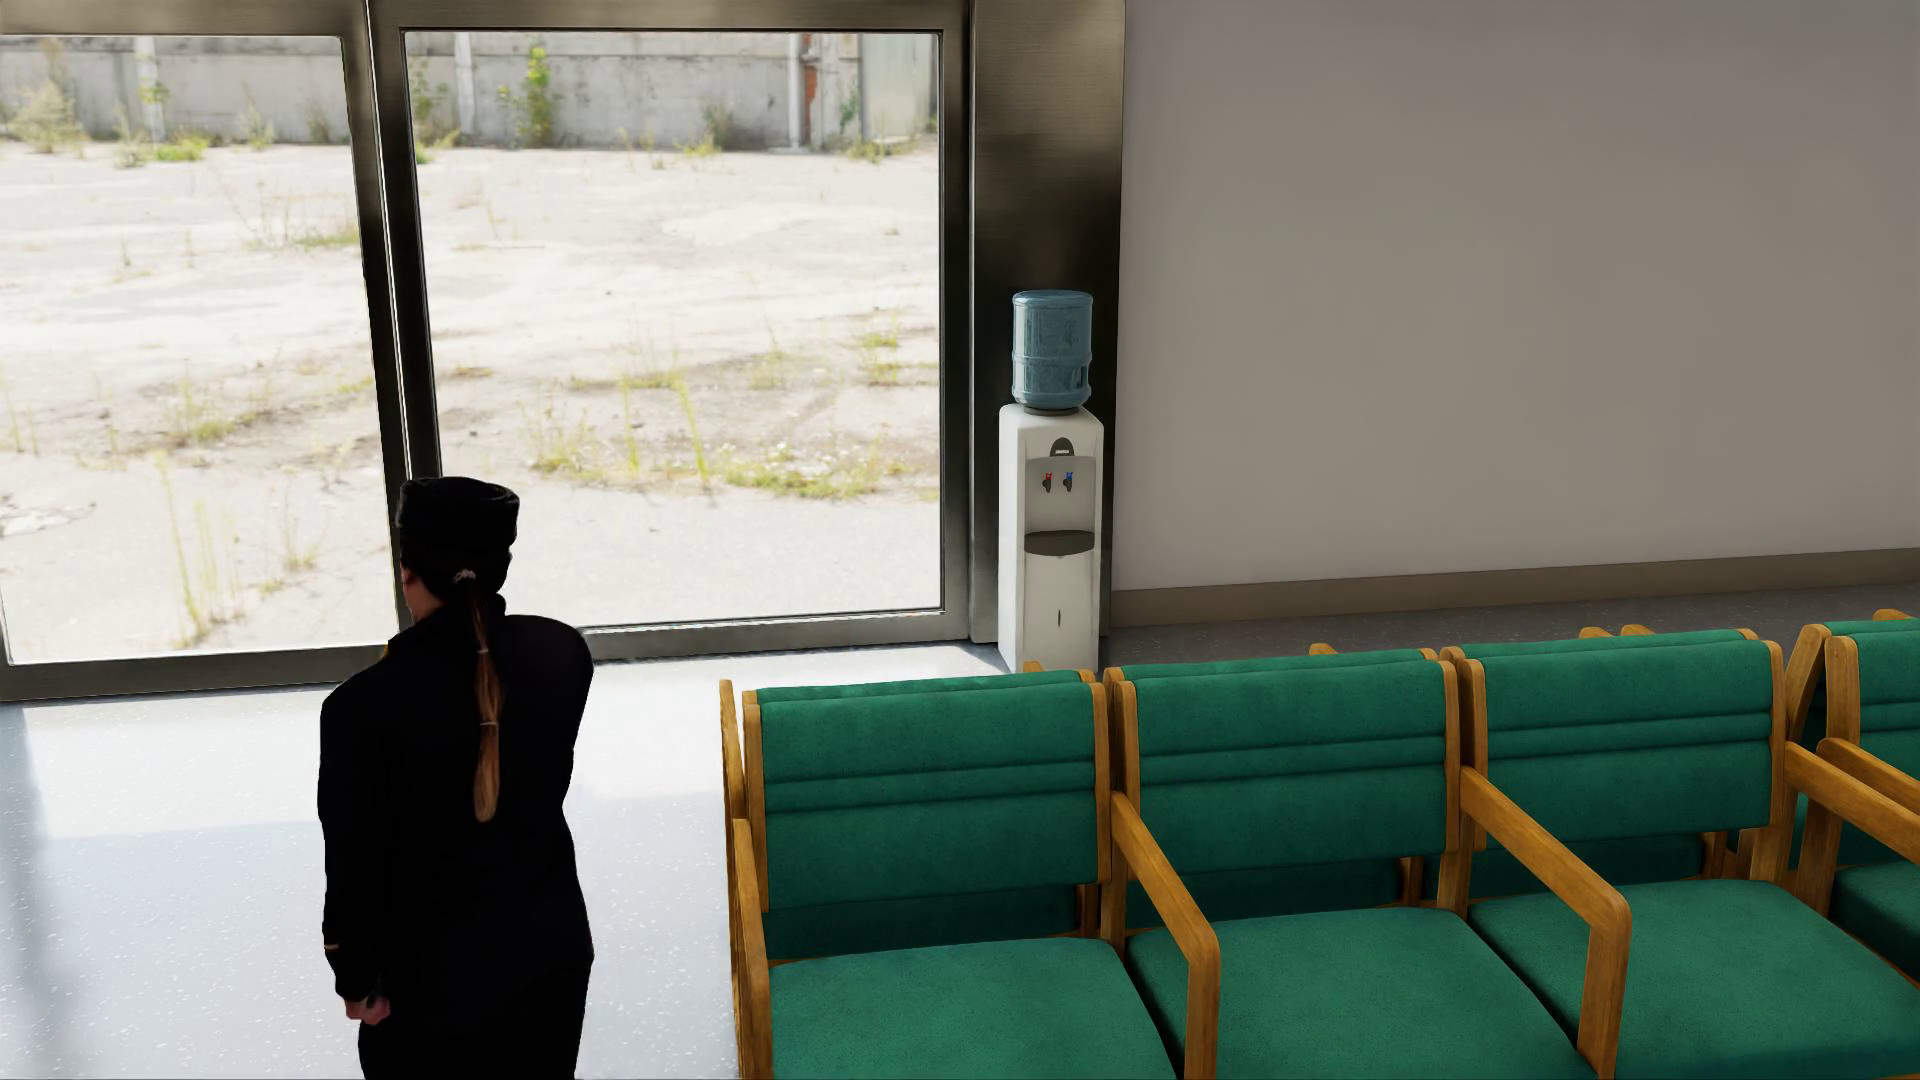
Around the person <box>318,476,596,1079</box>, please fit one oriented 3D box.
[{"bbox_3d":[-0.785,0.737,2.854,0.906,1.648,0.861,14,21,41],"label":"person"}]
